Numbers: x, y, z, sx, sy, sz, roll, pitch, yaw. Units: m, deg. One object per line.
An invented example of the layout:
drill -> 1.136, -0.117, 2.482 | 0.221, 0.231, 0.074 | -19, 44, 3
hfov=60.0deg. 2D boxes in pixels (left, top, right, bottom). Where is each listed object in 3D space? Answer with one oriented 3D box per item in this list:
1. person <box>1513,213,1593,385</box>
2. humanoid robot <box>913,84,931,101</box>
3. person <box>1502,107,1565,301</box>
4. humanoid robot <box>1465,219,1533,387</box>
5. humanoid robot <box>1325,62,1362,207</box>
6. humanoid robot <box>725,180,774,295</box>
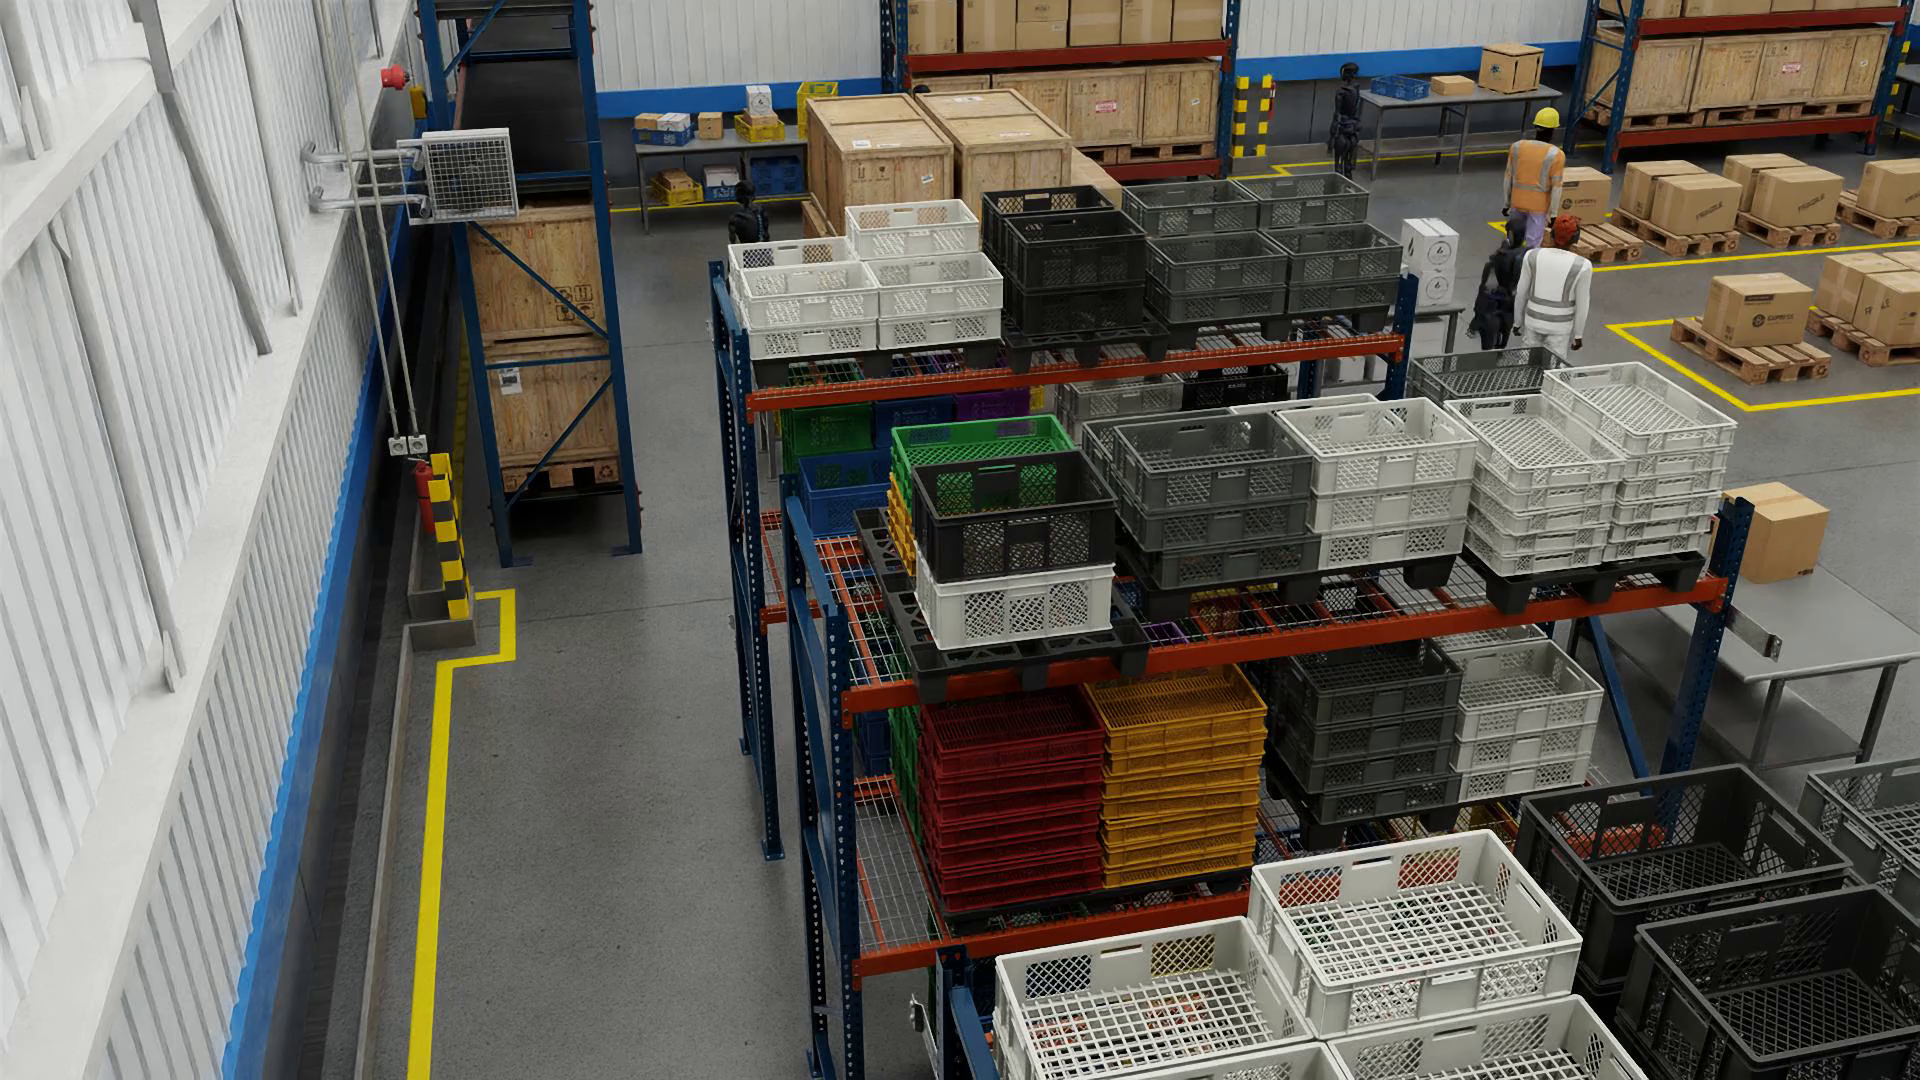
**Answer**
person -> 4.828, -1.753, 13.639 | 0.586, 1.882, 0.343 | 19, 33, 32
humanoid robot -> -0.423, -4.255, 18.594 | 0.315, 1.657, 0.607 | 19, 33, 31
person -> 5.713, -3.353, 16.631 | 0.592, 1.924, 0.379 | 24, 36, 38
humanoid robot -> 4.653, -1.983, 14.321 | 0.619, 1.644, 0.541 | -14, 31, -25
humanoid robot -> 4.544, -4.791, 19.619 | 0.318, 1.650, 0.568 | 20, 34, 33
humanoid robot -> -1.908, -2.462, 15.191 | 0.328, 1.657, 0.591 | 17, 32, 29
